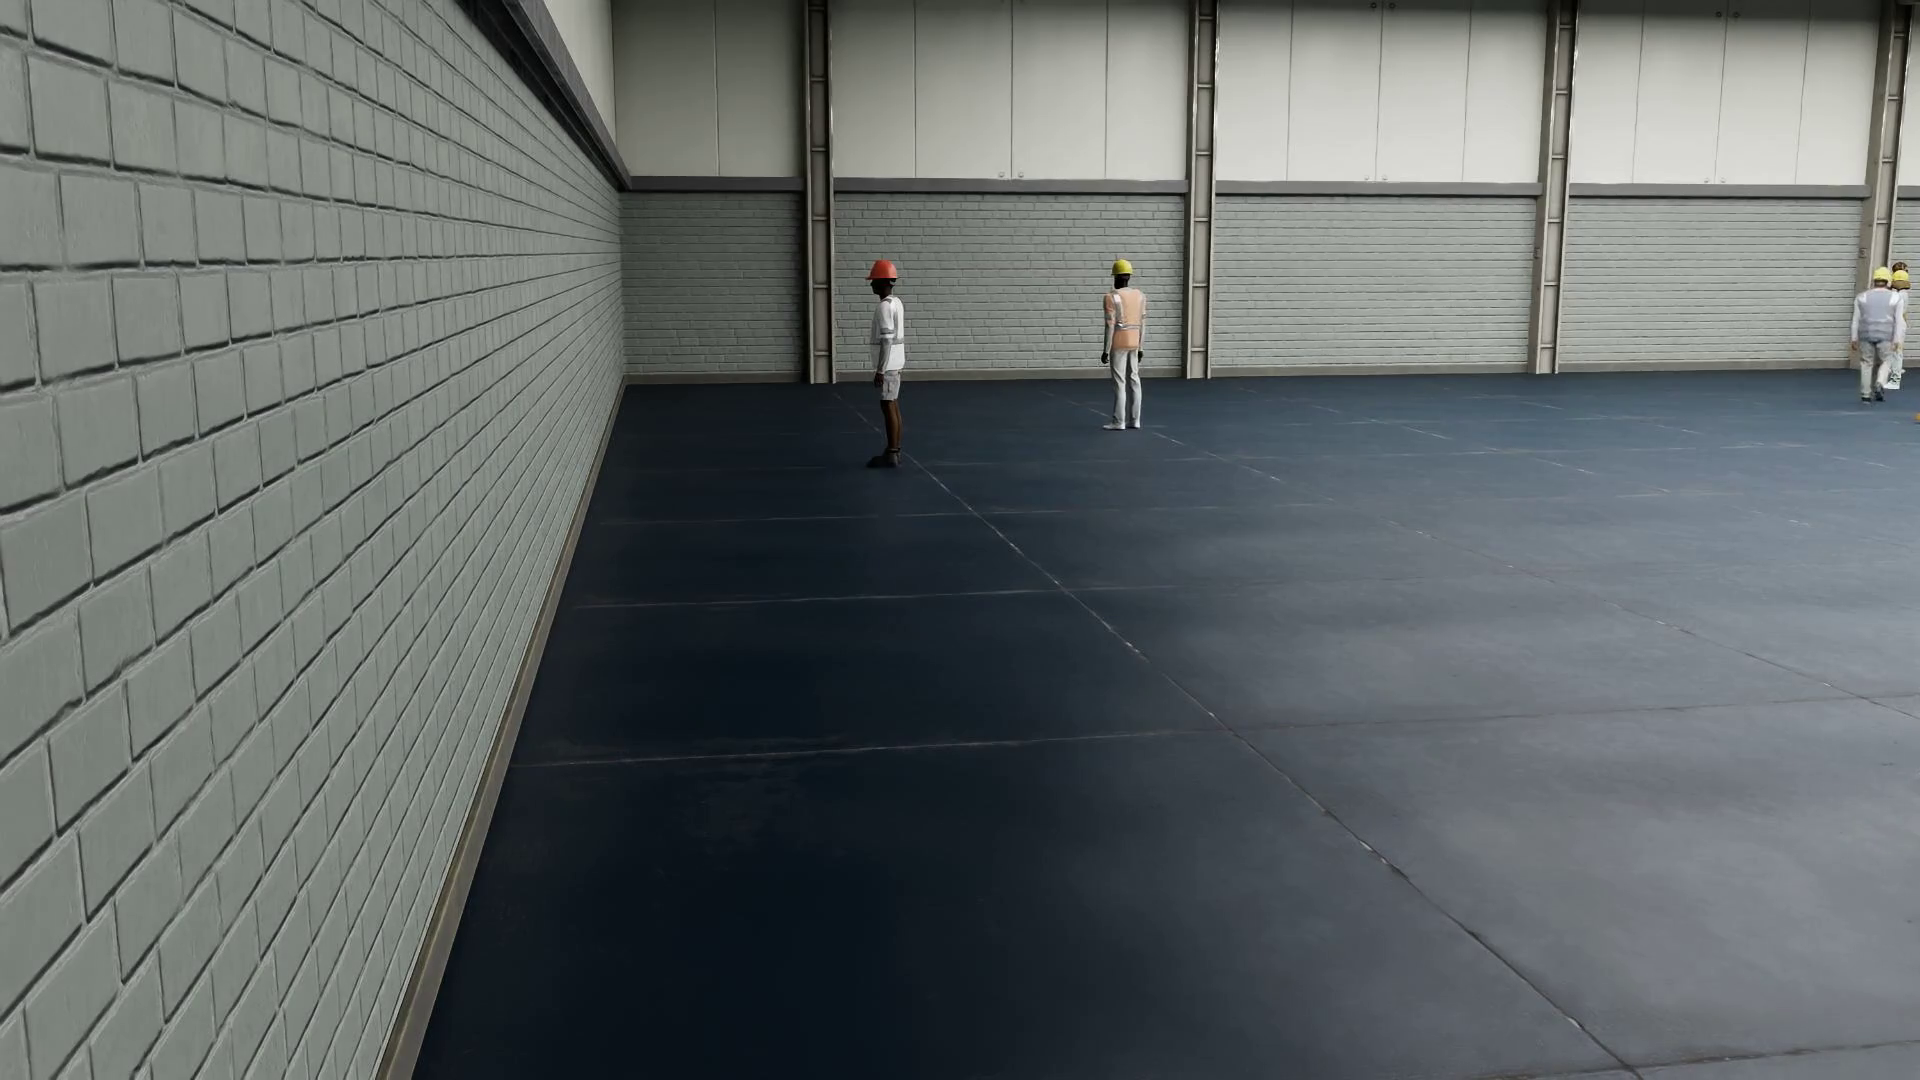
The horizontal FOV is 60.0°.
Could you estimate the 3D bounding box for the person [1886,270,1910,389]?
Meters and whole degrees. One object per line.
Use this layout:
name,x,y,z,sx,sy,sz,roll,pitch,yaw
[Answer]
person,13.808,-3.103,24.557,0.290,1.746,0.487,6,12,31

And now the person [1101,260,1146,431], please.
person,1.836,-2.201,18.838,0.589,1.927,0.388,-7,12,-35

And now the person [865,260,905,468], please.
person,-0.704,-1.642,15.593,0.356,1.939,0.543,1,10,8

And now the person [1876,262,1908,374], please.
person,15.520,-3.686,27.627,0.330,1.844,0.520,-2,10,-12

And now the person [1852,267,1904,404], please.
person,12.134,-2.697,22.024,0.597,1.819,0.415,7,12,33
